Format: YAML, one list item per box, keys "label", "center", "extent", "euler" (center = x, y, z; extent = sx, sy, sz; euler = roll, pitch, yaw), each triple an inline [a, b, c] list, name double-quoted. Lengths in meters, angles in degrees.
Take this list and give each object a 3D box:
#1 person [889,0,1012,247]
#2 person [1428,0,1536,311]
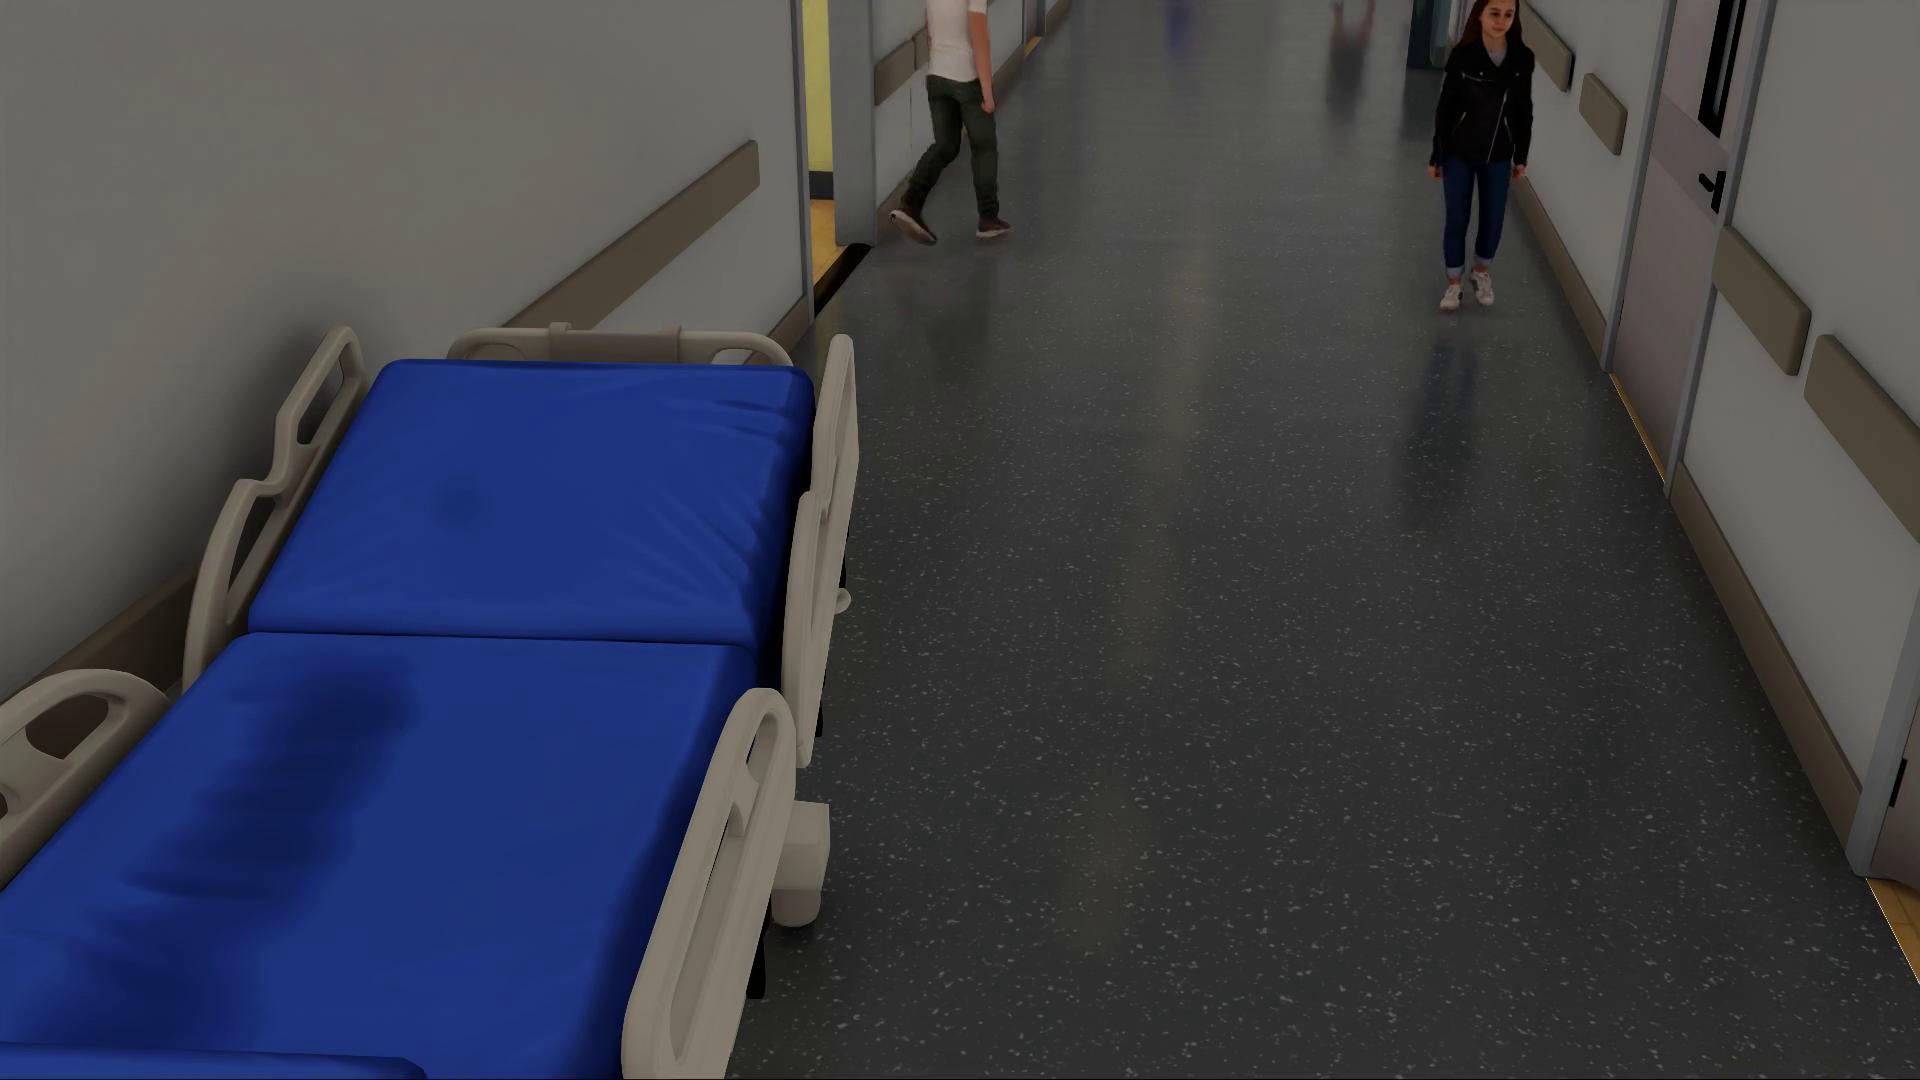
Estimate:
- label: "person"
  center: [-0.084, -2.286, 8.437]
  extent: [1.075, 1.619, 1.022]
  euler: [23, 34, 39]
- label: "person"
  center: [2.352, -1.776, 7.552]
  extent: [0.484, 1.469, 0.651]
  euler: [6, 26, 13]
